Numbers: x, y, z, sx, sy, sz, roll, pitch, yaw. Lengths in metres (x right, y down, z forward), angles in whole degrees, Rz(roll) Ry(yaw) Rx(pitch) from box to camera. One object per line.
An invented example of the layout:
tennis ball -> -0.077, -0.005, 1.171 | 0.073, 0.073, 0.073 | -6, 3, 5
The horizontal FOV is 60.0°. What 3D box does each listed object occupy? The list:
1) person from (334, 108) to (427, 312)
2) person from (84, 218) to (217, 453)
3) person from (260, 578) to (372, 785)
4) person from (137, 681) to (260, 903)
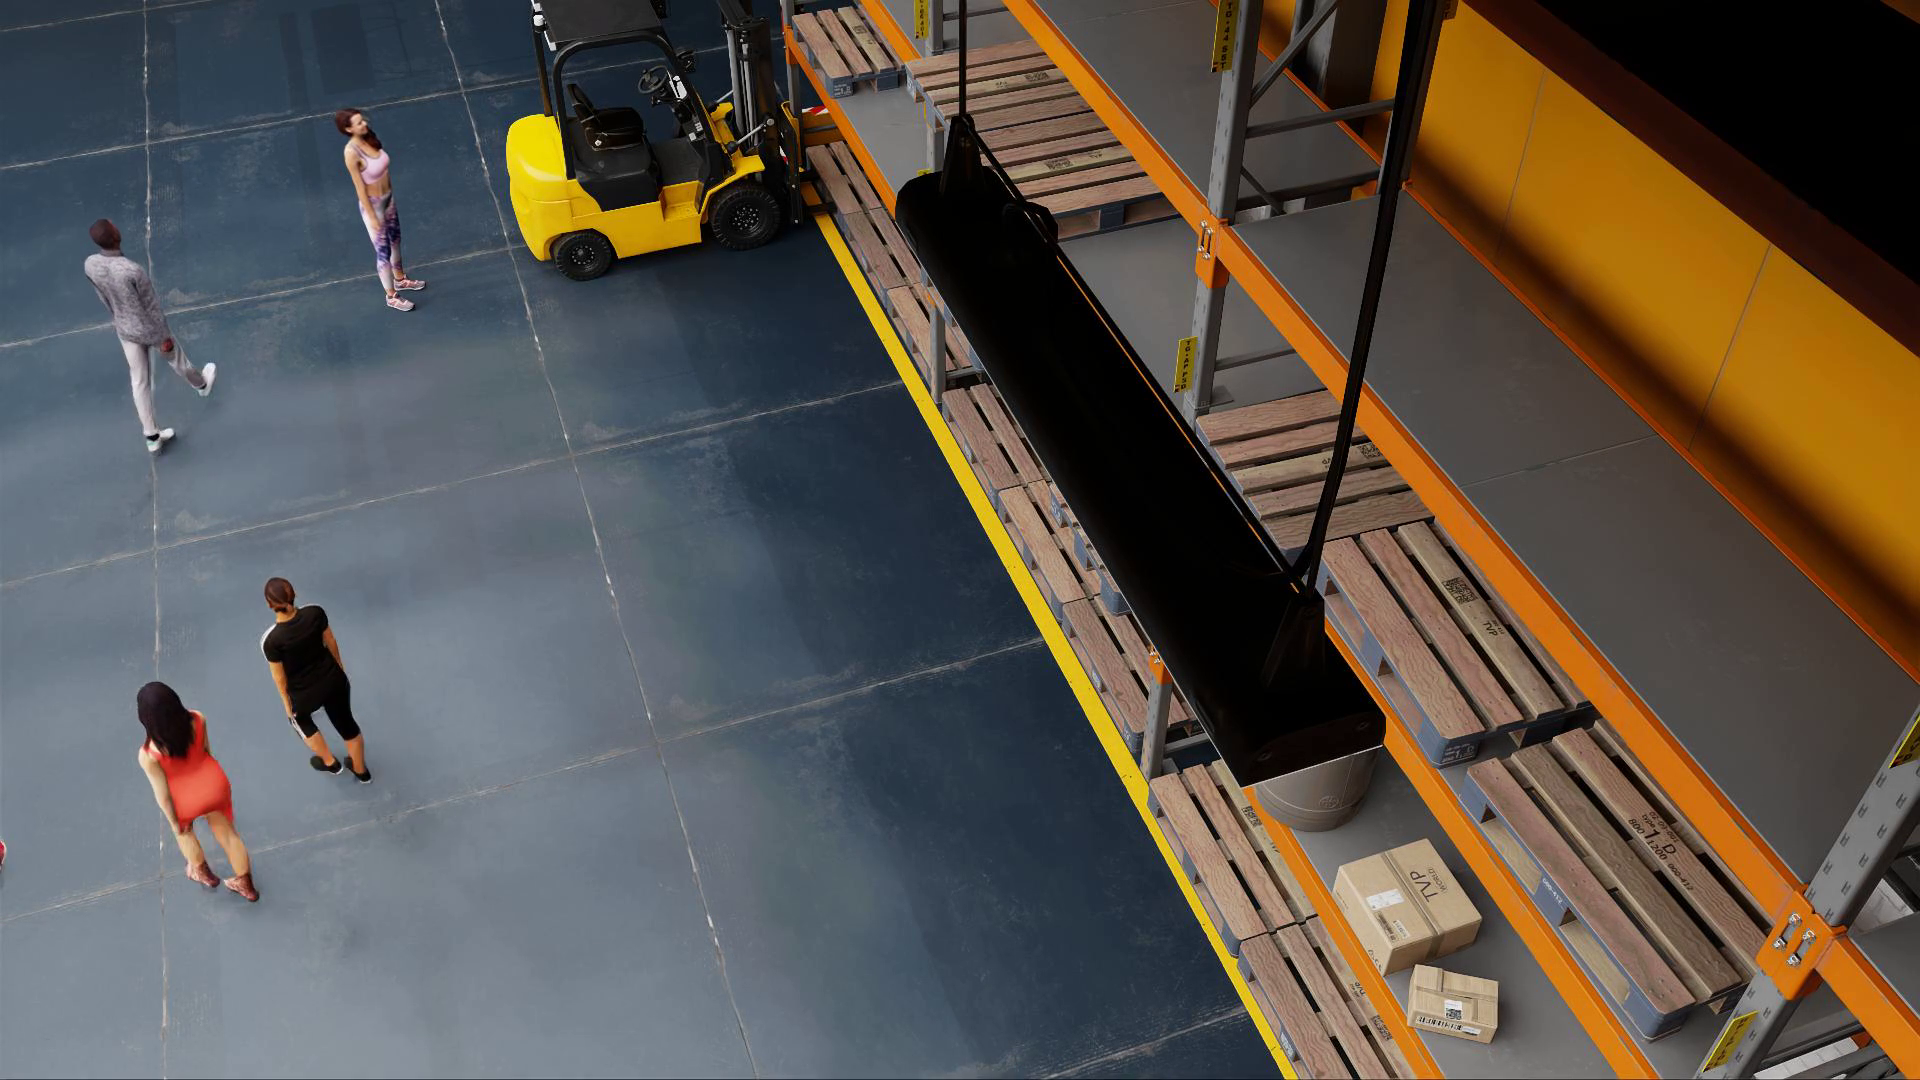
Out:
person -> -4.757, -2.723, 13.597 | 0.739, 1.763, 0.633 | 4, 44, 4
person -> -6.083, -1.479, 12.269 | 1.088, 1.794, 1.318 | 5, 44, 6
person -> -3.787, 0.898, 9.874 | 0.786, 1.656, 0.740 | 30, 51, 28
person -> -4.176, 1.457, 9.254 | 0.869, 1.702, 0.787 | 24, 49, 23
